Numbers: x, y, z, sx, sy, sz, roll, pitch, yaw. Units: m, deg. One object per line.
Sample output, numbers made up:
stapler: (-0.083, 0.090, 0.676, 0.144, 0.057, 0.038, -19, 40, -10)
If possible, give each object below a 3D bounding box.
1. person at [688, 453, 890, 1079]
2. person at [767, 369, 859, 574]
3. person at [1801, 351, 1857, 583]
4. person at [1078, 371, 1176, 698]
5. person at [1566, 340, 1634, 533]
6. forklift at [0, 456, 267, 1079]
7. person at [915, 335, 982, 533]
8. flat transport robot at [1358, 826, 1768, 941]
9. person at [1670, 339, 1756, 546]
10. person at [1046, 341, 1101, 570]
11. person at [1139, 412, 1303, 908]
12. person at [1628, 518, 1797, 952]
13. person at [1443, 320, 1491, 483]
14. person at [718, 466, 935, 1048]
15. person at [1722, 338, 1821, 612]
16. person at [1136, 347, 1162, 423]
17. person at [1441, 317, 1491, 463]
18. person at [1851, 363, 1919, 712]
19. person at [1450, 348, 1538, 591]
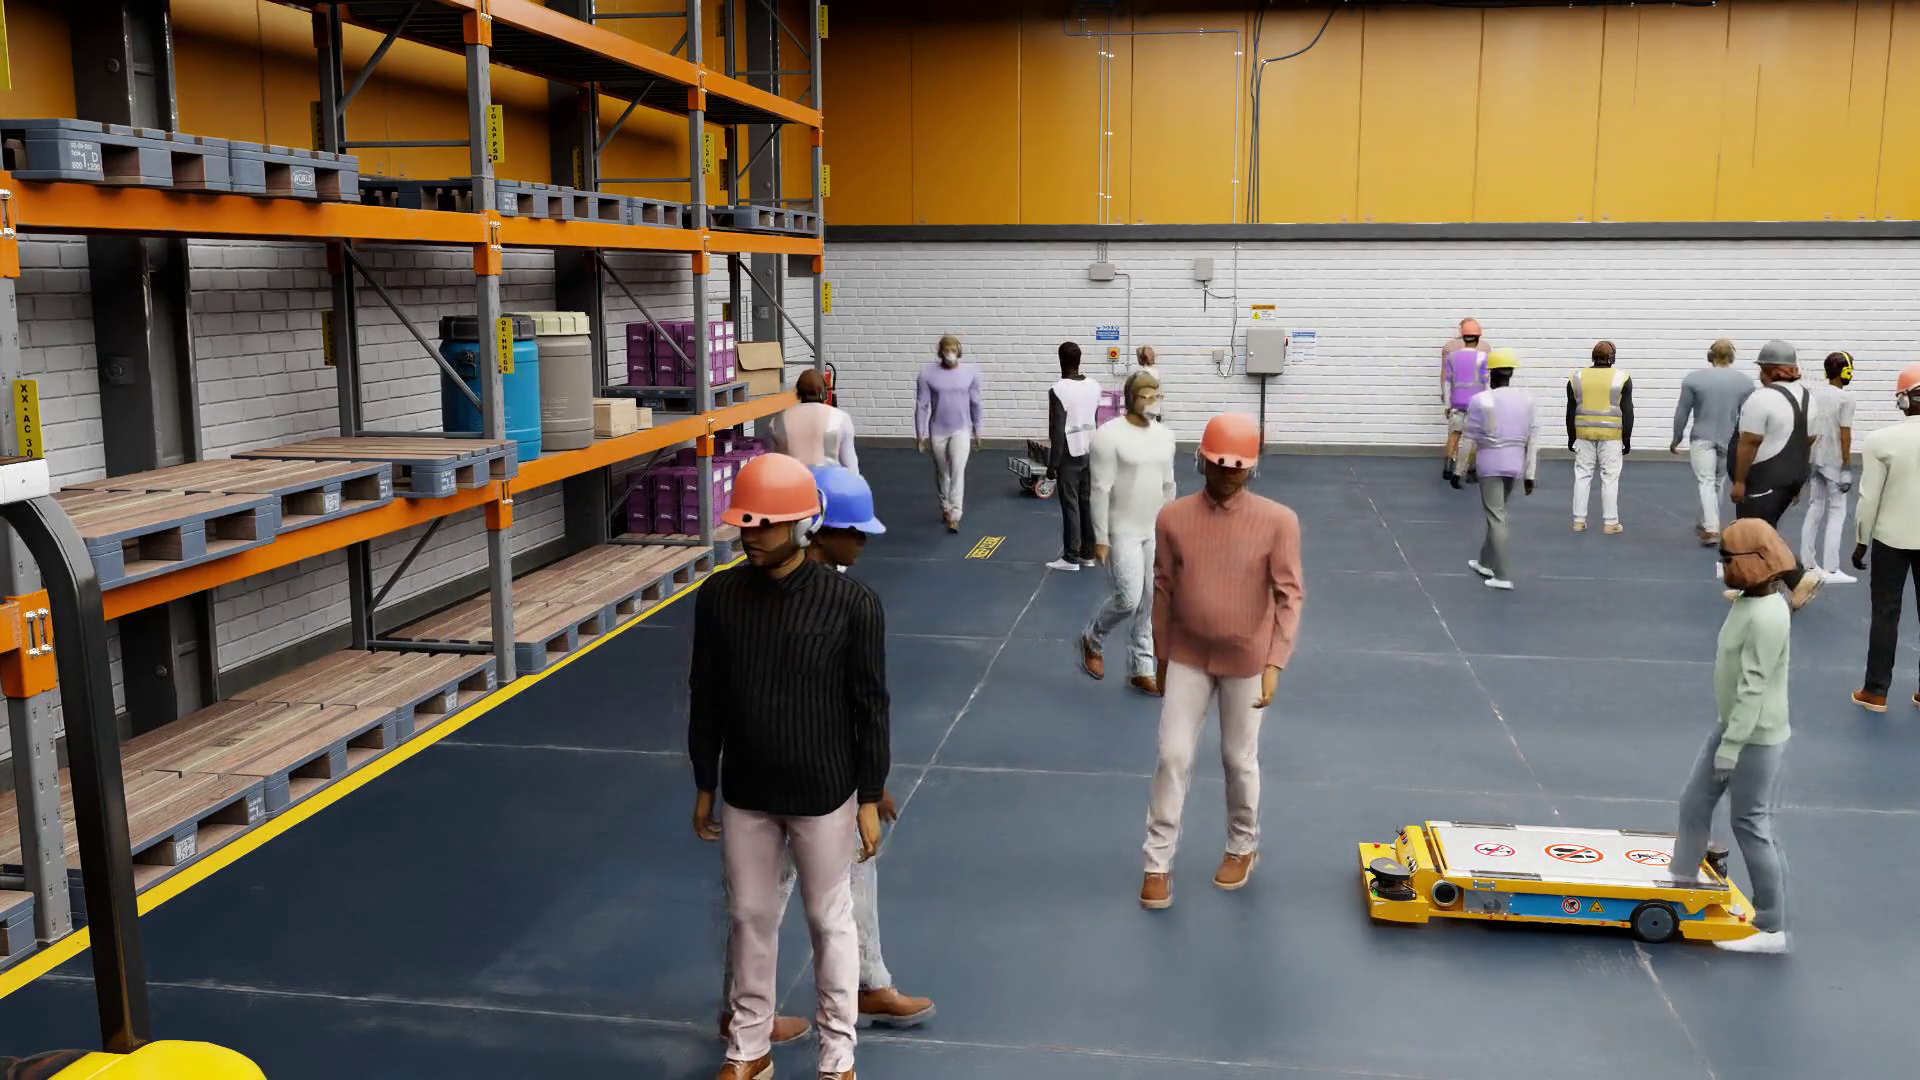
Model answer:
person: (-0.515, 0.731, 4.887, 0.618, 1.990, 0.394, 3, 10, 17)
person: (-1.000, -0.256, 11.465, 0.672, 1.833, 0.472, 2, 9, 13)
person: (7.035, -0.587, 13.433, 0.346, 1.862, 0.532, -2, 9, -10)
person: (1.013, -0.038, 9.827, 0.646, 1.928, 0.536, -7, 11, -37)
person: (6.127, -0.984, 15.929, 0.621, 1.845, 0.429, 7, 11, 36)
forklift: (-2.328, 0.975, 2.765, 2.313, 2.155, 1.214, 1, 9, 9)
person: (-0.111, -1.036, 16.122, 0.644, 1.887, 1.045, 0, 9, 1)
flat transport robot: (2.325, 1.321, 6.541, 1.431, 0.197, 0.652, 1, 9, 9)
person: (6.945, -0.903, 15.324, 0.647, 1.892, 1.036, 1, 9, 6)
person: (0.956, -0.699, 13.941, 0.397, 1.917, 0.590, 8, 12, 41)
person: (1.047, 0.470, 6.602, 0.639, 1.963, 0.660, 4, 10, 23)
person: (2.761, 0.720, 6.115, 0.644, 1.606, 0.526, 2, 9, 12)
person: (5.987, -1.613, 19.532, 0.564, 1.927, 0.508, 8, 12, 40)
person: (-0.414, 0.712, 5.280, 0.829, 1.899, 0.598, 1, 9, 3)
person: (6.012, -0.478, 12.199, 0.681, 2.000, 0.797, -6, 11, -31)
person: (2.118, -1.492, 19.803, 0.760, 1.605, 0.537, 6, 11, 31)
person: (6.593, -1.945, 21.676, 0.639, 1.902, 0.407, 4, 10, 21)
person: (5.389, -0.003, 9.429, 0.608, 1.988, 0.387, 2, 9, 11)
person: (4.223, -0.580, 13.296, 0.590, 1.893, 0.889, -3, 10, -18)
